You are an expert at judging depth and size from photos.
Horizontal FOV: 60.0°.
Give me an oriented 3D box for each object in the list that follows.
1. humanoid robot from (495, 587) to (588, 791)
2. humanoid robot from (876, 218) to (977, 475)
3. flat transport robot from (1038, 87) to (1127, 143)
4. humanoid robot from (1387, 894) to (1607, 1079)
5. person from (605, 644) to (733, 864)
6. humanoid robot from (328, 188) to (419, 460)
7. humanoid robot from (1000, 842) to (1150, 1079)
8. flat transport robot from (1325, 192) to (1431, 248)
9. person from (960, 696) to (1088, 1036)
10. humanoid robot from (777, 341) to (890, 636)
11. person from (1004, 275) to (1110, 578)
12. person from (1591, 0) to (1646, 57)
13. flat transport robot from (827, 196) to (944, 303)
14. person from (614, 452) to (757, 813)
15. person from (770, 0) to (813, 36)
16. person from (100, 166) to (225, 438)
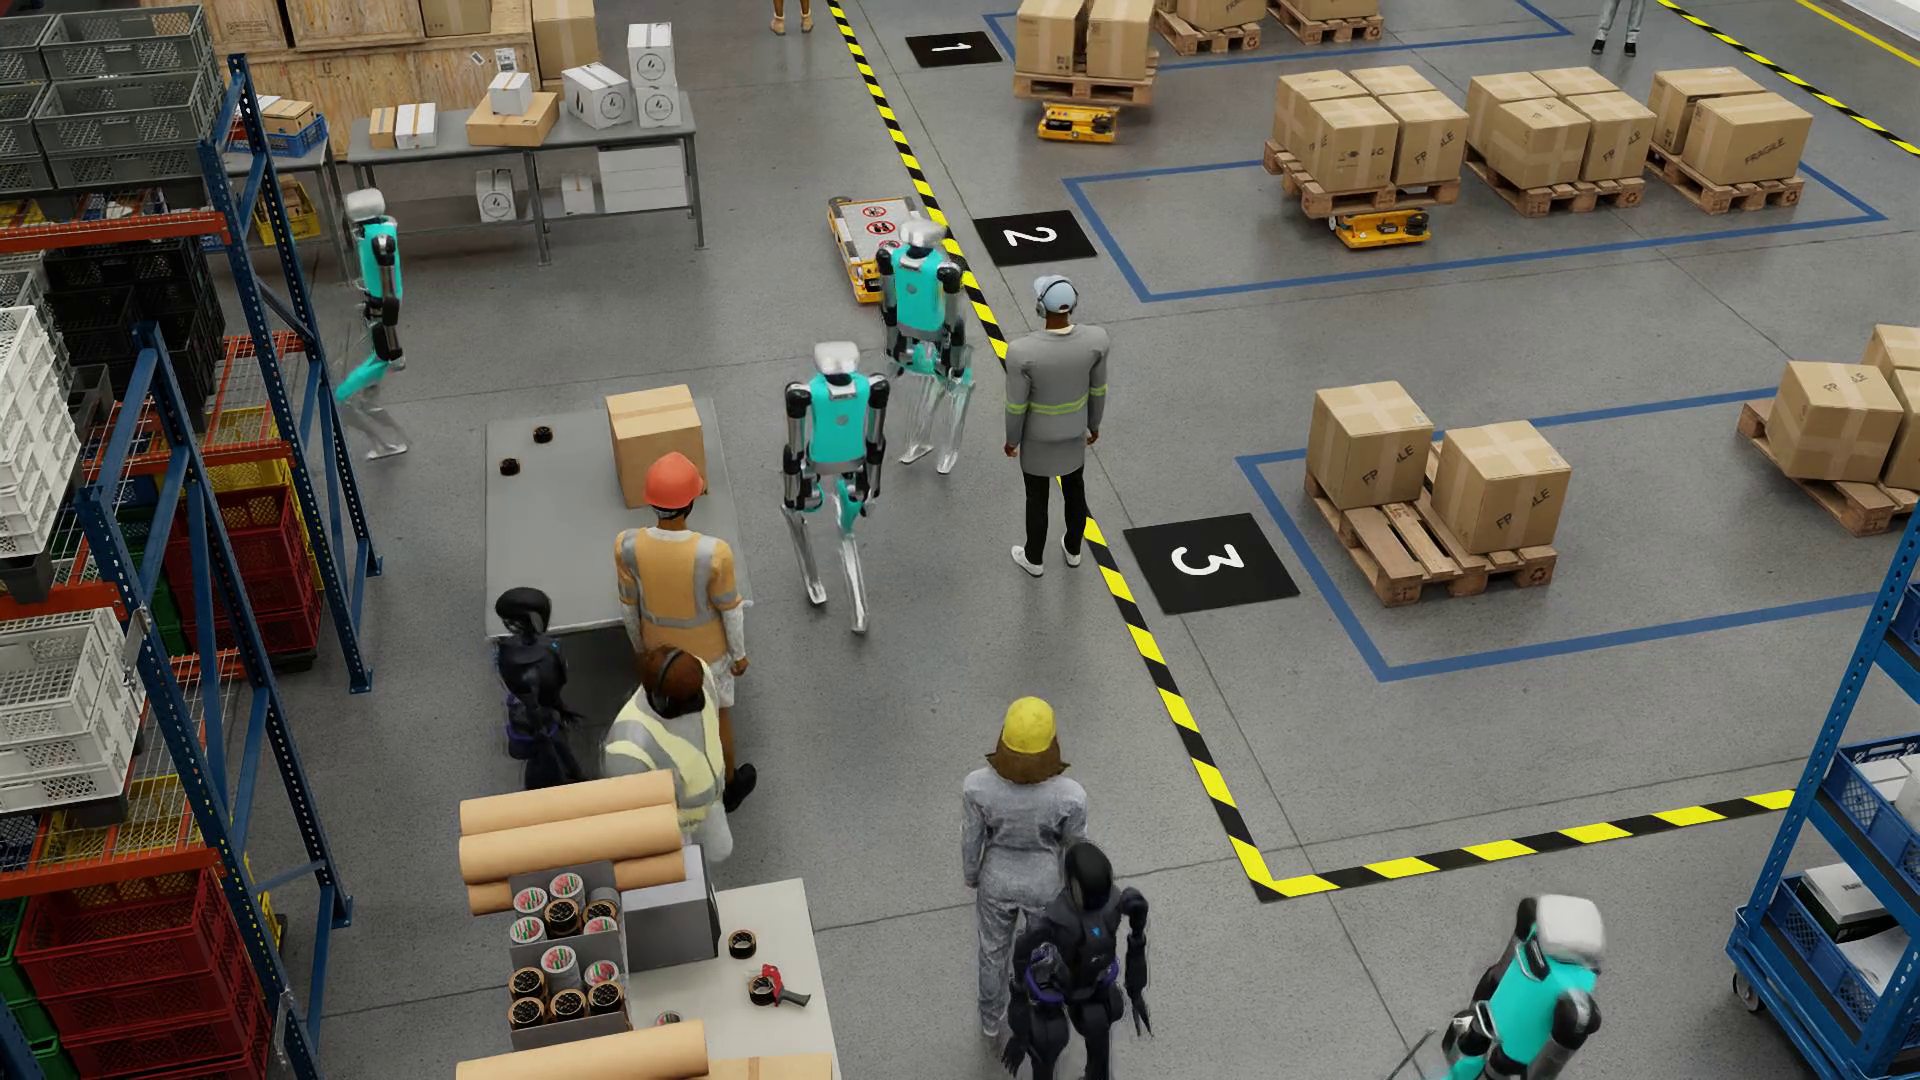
[{"bbox_3d":[-1.781,0.857,7.218,0.327,1.650,0.584,-7,37,-10],"label":"humanoid robot"},{"bbox_3d":[-0.108,-1.195,9.817,0.533,1.677,0.735,19,41,24],"label":"humanoid robot"},{"bbox_3d":[1.118,-3.930,14.813,0.652,0.197,1.431,6,37,8],"label":"flat transport robot"},{"bbox_3d":[1.573,1.903,5.797,1.004,1.754,0.530,0,37,-1],"label":"humanoid robot"},{"bbox_3d":[-1.211,1.078,6.819,0.583,1.809,0.641,15,39,19],"label":"person"},{"bbox_3d":[-3.605,-1.166,9.934,0.746,1.838,0.542,-16,40,-21],"label":"humanoid robot"},{"bbox_3d":[0.413,1.695,6.101,0.589,1.644,0.349,-16,40,-20],"label":"humanoid robot"},{"bbox_3d":[3.134,-2.740,13.213,0.652,0.197,1.431,-8,37,-10],"label":"flat transport robot"},{"bbox_3d":[0.251,1.309,6.559,0.492,1.740,0.322,5,37,6],"label":"person"},{"bbox_3d":[-0.699,-0.340,8.788,0.564,1.765,0.863,-12,38,-15],"label":"humanoid robot"},{"bbox_3d":[0.507,-0.615,9.054,0.589,1.852,0.366,-12,38,-15],"label":"person"},{"bbox_3d":[6.359,-5.457,15.581,0.592,1.826,0.403,11,38,14],"label":"person"},{"bbox_3d":[-0.570,-2.220,12.538,0.659,0.231,1.431,-8,37,-10],"label":"flat transport robot"},{"bbox_3d":[-1.233,0.442,7.563,0.550,1.934,0.373,5,37,7],"label":"person"},{"bbox_3d":[-1.697,-5.898,16.000,0.605,2.039,0.385,-7,37,-10],"label":"person"},{"bbox_3d":[-4.938,-1.474,10.225,0.507,1.839,0.334,25,43,30],"label":"person"}]
